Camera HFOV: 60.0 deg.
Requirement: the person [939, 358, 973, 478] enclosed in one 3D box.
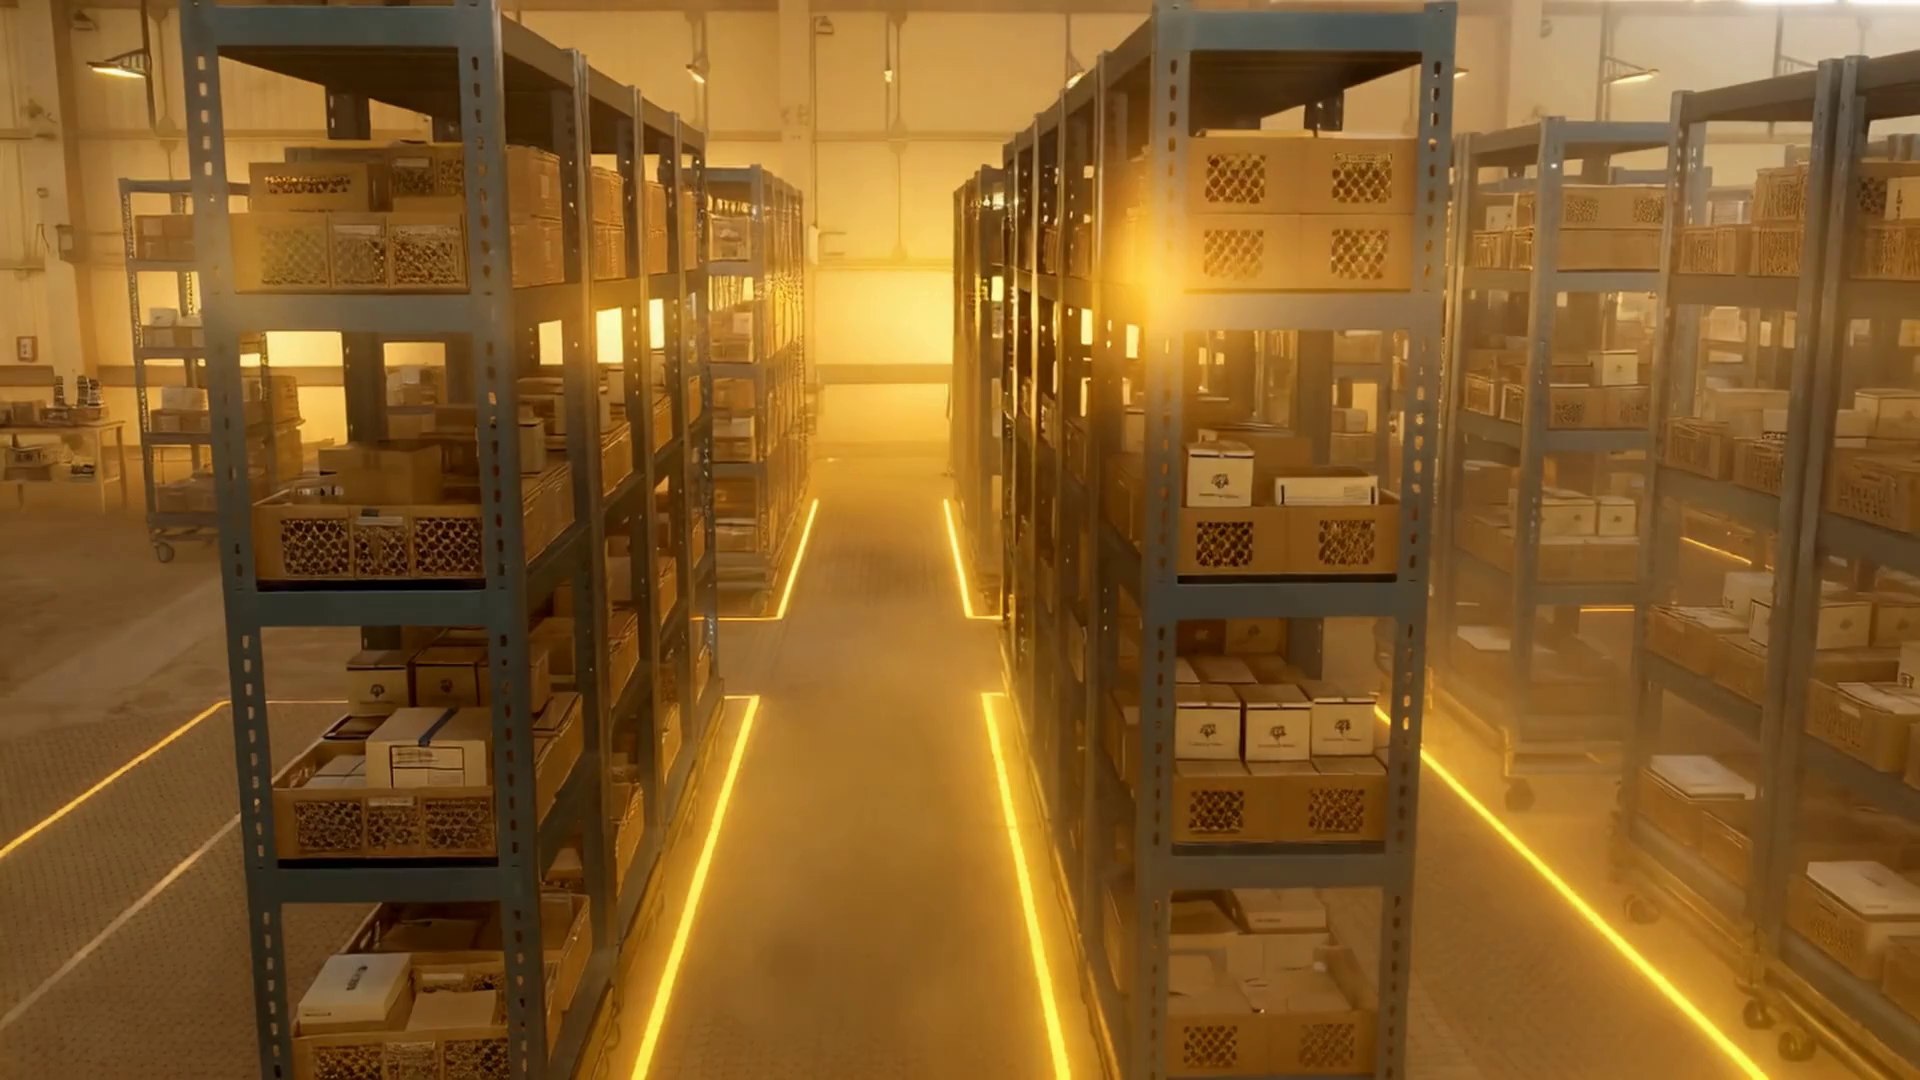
[{"bbox_3d":[0.055,-1.719,21.620,0.642,1.805,0.414,-8,12,-37],"label":"person"}]
